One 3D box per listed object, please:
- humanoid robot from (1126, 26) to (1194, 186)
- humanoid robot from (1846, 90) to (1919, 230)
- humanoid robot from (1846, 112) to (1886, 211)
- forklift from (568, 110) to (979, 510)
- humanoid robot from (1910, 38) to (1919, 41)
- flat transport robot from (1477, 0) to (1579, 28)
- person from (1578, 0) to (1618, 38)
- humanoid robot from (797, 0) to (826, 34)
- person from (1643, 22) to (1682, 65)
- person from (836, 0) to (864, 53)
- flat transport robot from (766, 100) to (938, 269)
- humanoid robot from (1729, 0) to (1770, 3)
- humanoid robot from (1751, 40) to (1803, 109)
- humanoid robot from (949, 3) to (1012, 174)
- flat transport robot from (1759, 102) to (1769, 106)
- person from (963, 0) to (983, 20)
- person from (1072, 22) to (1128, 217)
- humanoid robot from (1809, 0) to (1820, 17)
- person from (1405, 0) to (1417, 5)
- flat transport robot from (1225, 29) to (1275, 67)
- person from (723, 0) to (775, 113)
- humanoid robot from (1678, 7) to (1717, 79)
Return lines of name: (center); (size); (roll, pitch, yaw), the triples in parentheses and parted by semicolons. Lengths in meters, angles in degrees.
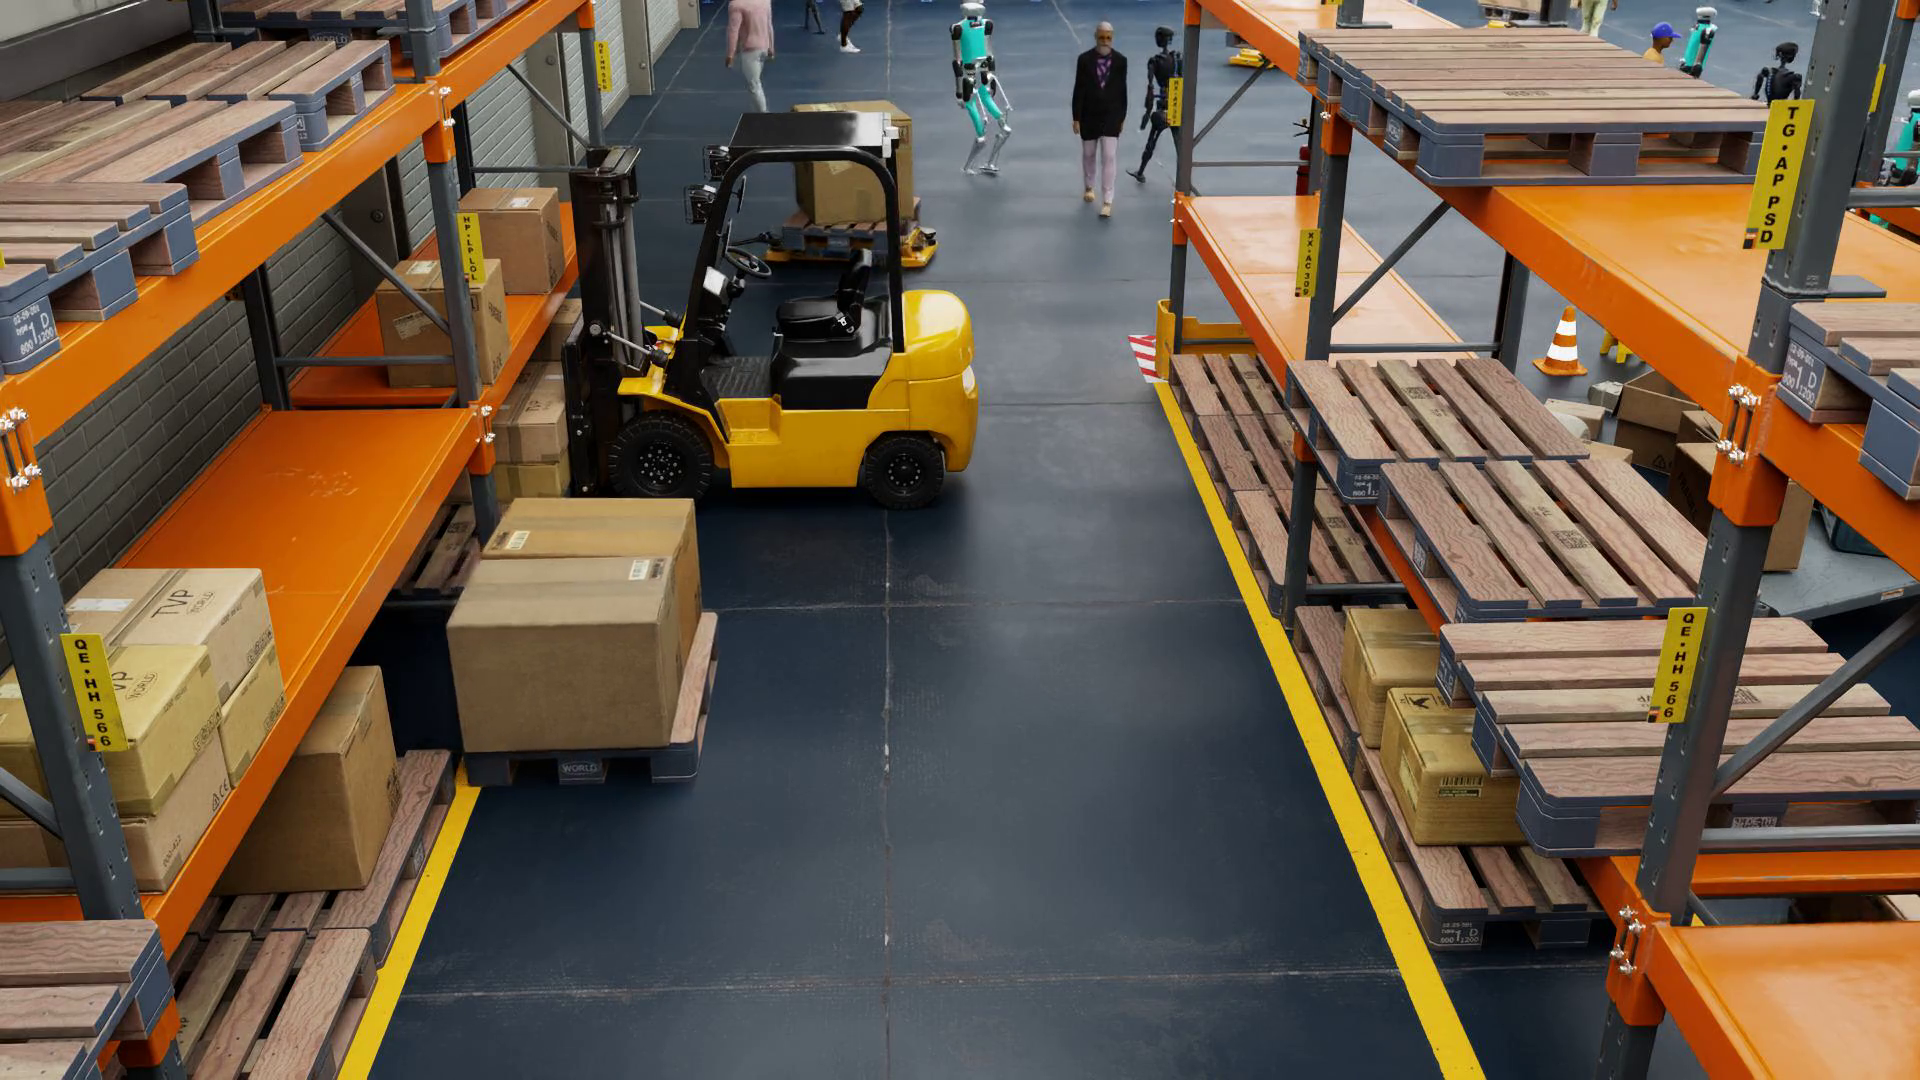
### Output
humanoid robot: (2.111, -4.475, 17.175); (0.591, 1.618, 0.797); (-22, 33, -38)
humanoid robot: (7.271, -2.670, 13.288); (0.667, 1.842, 0.543); (10, 27, 20)
humanoid robot: (7.513, -2.966, 13.917); (0.315, 1.659, 0.599); (-1, 25, -1)
forklift: (-1.043, -1.379, 9.976); (2.313, 2.155, 1.214); (-1, 25, -2)
humanoid robot: (15.439, -8.587, 25.896); (0.763, 1.634, 0.612); (14, 29, 27)
flat transport robot: (9.127, -8.326, 26.936); (1.431, 0.231, 0.659); (-16, 30, -30)
person: (9.225, -7.806, 23.998); (0.517, 1.836, 0.881); (12, 28, 24)
humanoid robot: (-2.432, -8.991, 26.704); (0.585, 1.646, 0.600); (9, 27, 19)
person: (6.971, -4.342, 16.804); (0.358, 1.717, 0.456); (6, 26, 13)
person: (-1.663, -8.277, 24.934); (0.447, 1.885, 0.567); (0, 25, 0)
flat transport robot: (-0.959, -2.642, 14.899); (1.431, 0.231, 0.659); (4, 26, 9)
humanoid robot: (14.481, -10.562, 30.069); (0.603, 1.641, 0.740); (-22, 33, -38)
humanoid robot: (7.857, -3.992, 16.106); (0.372, 1.655, 0.600); (-11, 27, -21)
humanoid robot: (0.274, -4.724, 17.571); (0.542, 1.773, 0.704); (-19, 31, -35)
flat transport robot: (8.722, -3.966, 17.702); (0.659, 0.231, 1.431); (11, 27, 22)
person: (0.222, -7.917, 24.331); (0.336, 1.748, 0.564); (-11, 27, -22)
person: (1.364, -4.152, 16.293); (0.535, 1.815, 0.980); (2, 25, 3)
humanoid robot: (14.596, -9.504, 27.788); (0.550, 1.774, 1.056); (-13, 28, -26)
person: (6.882, -8.508, 25.487); (0.561, 1.837, 0.388); (-20, 32, -36)
flat transport robot: (4.645, -7.144, 24.432); (0.659, 0.231, 1.431); (22, 33, 39)
person: (-2.480, -5.705, 19.481); (0.598, 1.894, 0.827); (15, 29, 29)
humanoid robot: (7.536, -4.752, 17.628); (0.981, 1.722, 0.536); (5, 26, 11)
